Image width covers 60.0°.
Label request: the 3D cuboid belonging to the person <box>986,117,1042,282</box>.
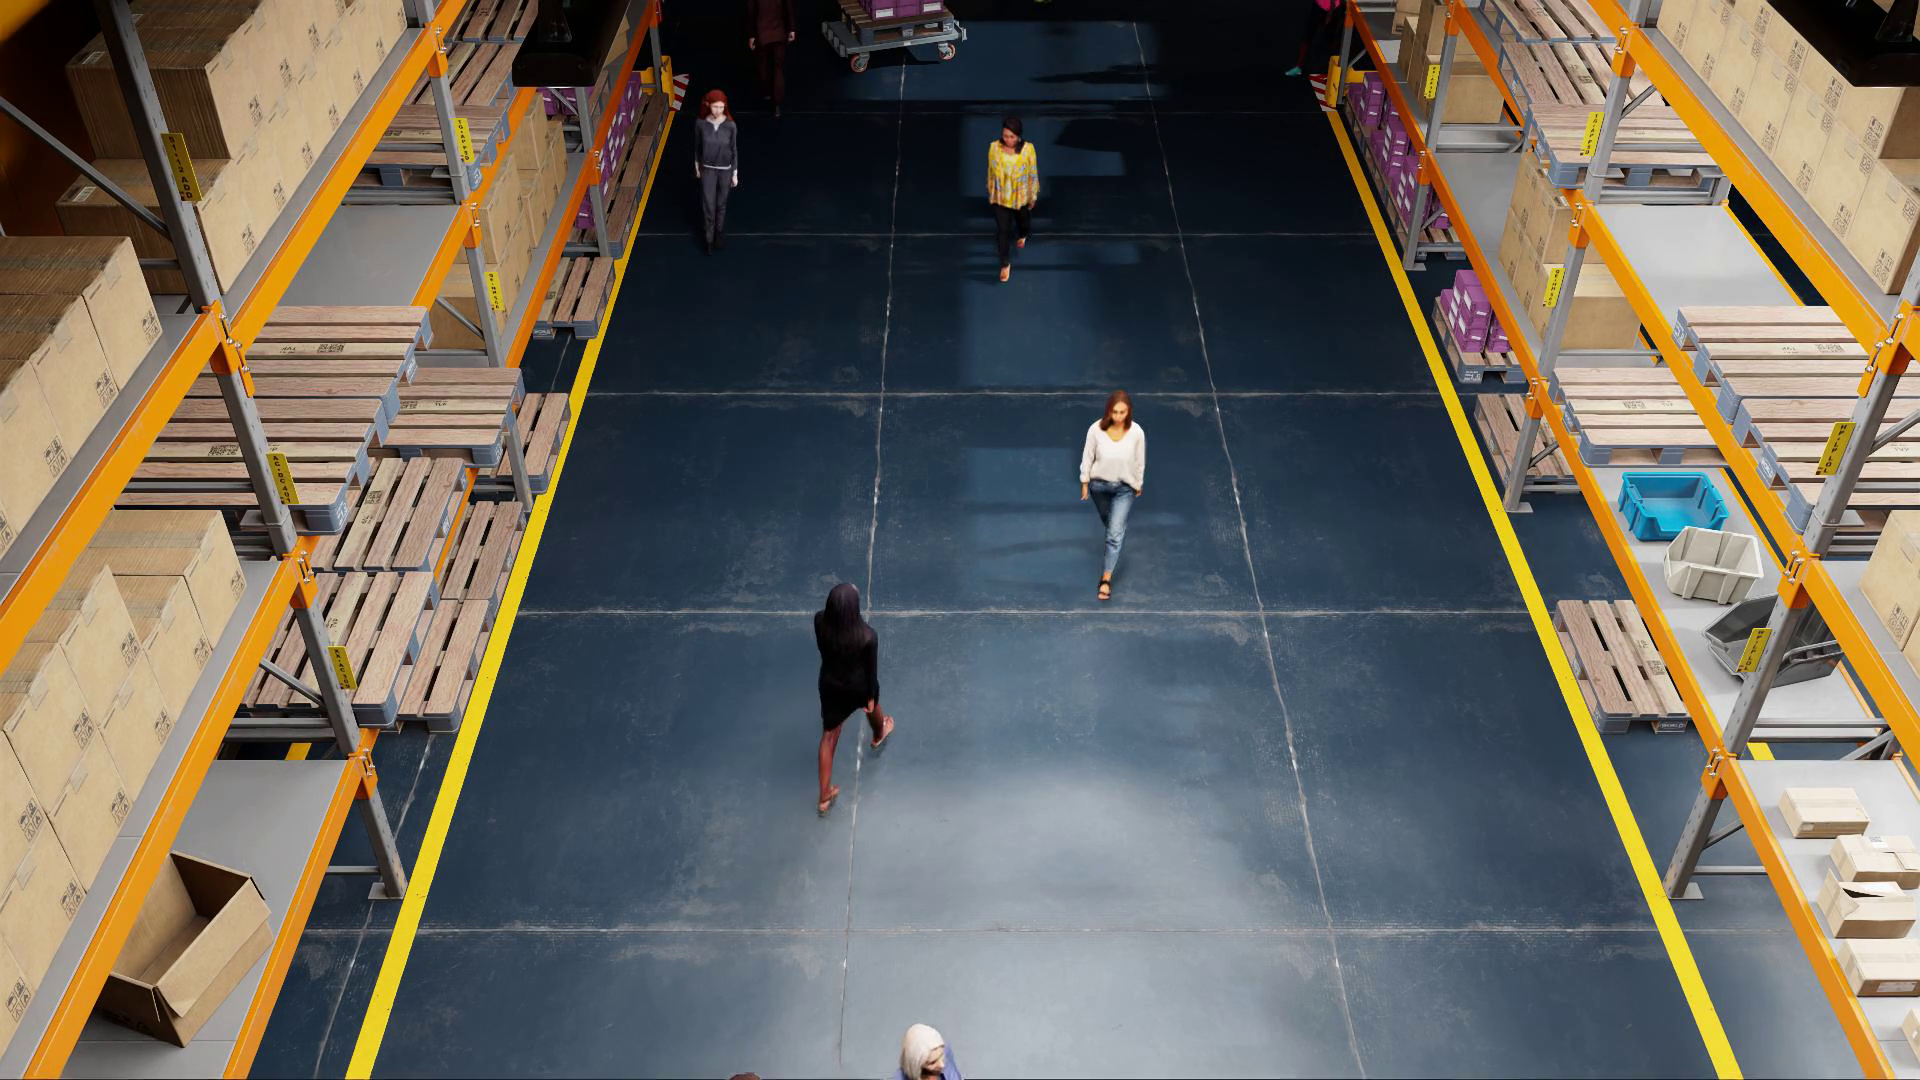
[{"bbox_3d":[0.528,-3.389,16.287,0.763,1.638,0.970,4,39,6],"label":"person"}]

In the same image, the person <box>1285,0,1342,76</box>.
[{"bbox_3d":[4.488,-6.378,19.996,0.946,1.680,1.087,-12,40,-14],"label":"person"}]

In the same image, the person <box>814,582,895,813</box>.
[{"bbox_3d":[-0.775,1.008,10.751,0.919,1.676,1.265,14,41,17],"label":"person"}]

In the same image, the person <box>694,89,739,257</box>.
[{"bbox_3d":[-2.442,-3.692,16.576,0.643,1.750,0.703,0,39,0],"label":"person"}]

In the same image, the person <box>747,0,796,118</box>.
[{"bbox_3d":[-2.167,-5.774,19.113,0.810,1.838,1.075,-5,39,-7],"label":"person"}]

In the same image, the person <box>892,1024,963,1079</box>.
[{"bbox_3d":[-0.214,2.926,8.312,1.030,1.723,1.124,18,42,21],"label":"person"}]

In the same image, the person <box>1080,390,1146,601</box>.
[{"bbox_3d":[1.164,-0.454,12.612,0.796,1.637,1.146,8,39,9],"label":"person"}]
